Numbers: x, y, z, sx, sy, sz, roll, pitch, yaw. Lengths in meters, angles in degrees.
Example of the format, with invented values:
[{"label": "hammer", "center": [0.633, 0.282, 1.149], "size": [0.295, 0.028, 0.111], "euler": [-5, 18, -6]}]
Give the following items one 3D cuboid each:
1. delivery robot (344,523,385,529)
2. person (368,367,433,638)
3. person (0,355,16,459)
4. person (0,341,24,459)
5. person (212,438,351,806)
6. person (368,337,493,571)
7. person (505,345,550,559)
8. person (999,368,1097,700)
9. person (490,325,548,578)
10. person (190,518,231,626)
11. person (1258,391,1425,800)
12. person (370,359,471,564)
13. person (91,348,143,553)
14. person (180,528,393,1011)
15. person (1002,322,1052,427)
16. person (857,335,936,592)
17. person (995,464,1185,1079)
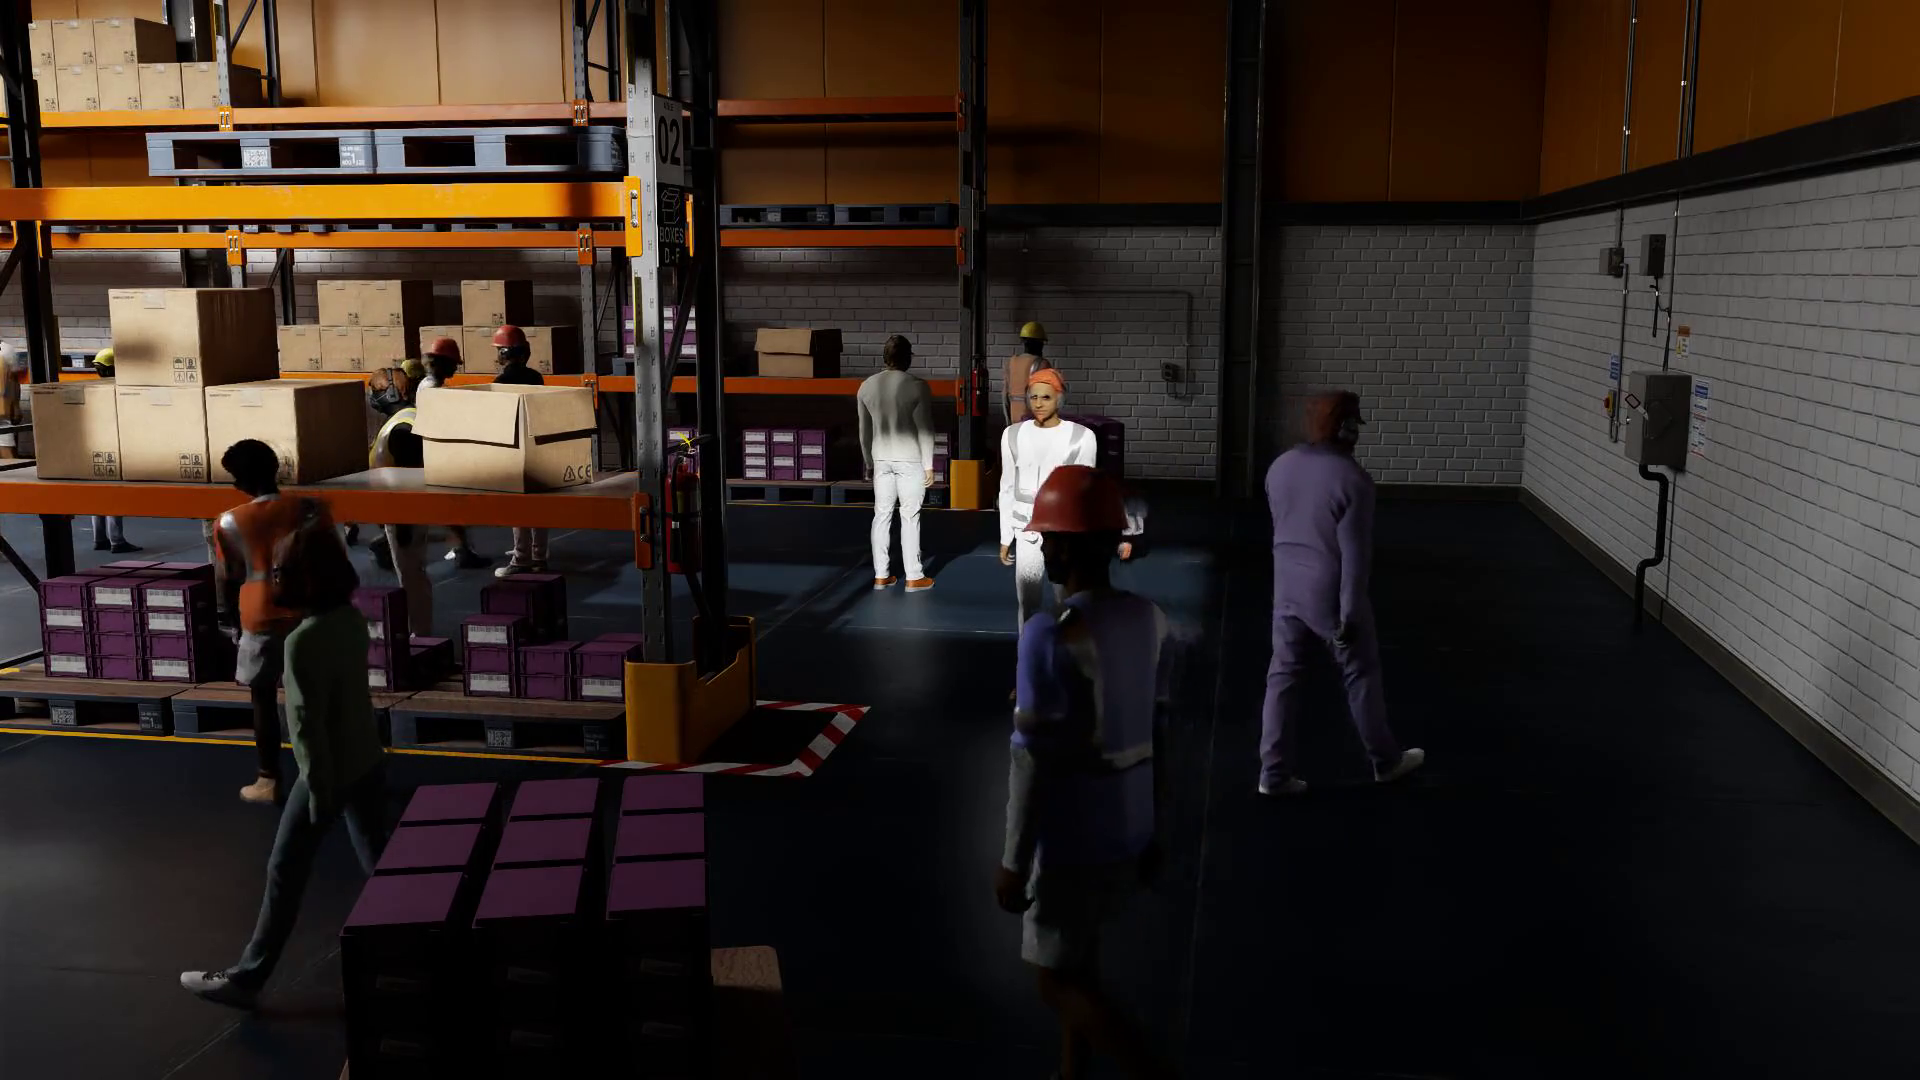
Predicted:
[{"label": "delivery robot", "center": [-5.193, -0.310, 14.911], "size": [0.707, 0.478, 0.477], "euler": [-3, 10, -16]}, {"label": "person", "center": [-3.433, -0.142, 10.216], "size": [0.429, 1.837, 0.629], "euler": [-4, 10, -22]}, {"label": "person", "center": [-10.028, -1.285, 17.137], "size": [0.638, 1.930, 0.557], "euler": [6, 11, 32]}, {"label": "person", "center": [-10.428, -1.486, 17.901], "size": [0.690, 2.000, 0.535], "euler": [-1, 9, -4]}, {"label": "person", "center": [-2.997, 0.372, 7.542], "size": [0.661, 1.670, 0.321], "euler": [-2, 9, -14]}, {"label": "person", "center": [-4.307, -0.684, 13.394], "size": [0.879, 1.895, 0.583], "euler": [-2, 9, -10]}, {"label": "person", "center": [-3.639, -0.748, 13.890], "size": [0.310, 1.858, 0.534], "euler": [-5, 10, -28]}, {"label": "person", "center": [0.487, -0.018, 9.306], "size": [0.576, 1.880, 0.351], "euler": [4, 10, 23]}, {"label": "person", "center": [-3.500, -0.698, 13.153], "size": [0.382, 1.996, 0.608], "euler": [3, 10, 17]}, {"label": "person", "center": [-5.006, -0.334, 11.398], "size": [0.599, 1.830, 0.404], "euler": [-7, 12, -37]}, {"label": "person", "center": [1.748, 0.250, 7.664], "size": [0.907, 1.873, 0.654], "euler": [-7, 12, -37]}, {"label": "person", "center": [-4.458, -0.646, 13.754], "size": [0.497, 1.693, 0.906], "euler": [6, 11, 33]}, {"label": "person", "center": [-7.305, -0.770, 14.350], "size": [0.522, 1.758, 0.350], "euler": [6, 11, 35]}, {"label": "person", "center": [-2.113, 0.756, 5.385], "size": [0.810, 1.592, 0.514], "euler": [1, 9, 6]}, {"label": "person", "center": [0.683, -1.174, 16.329], "size": [0.590, 1.923, 0.383], "euler": [9, 12, 43]}, {"label": "person", "center": [-0.466, -0.574, 12.564], "size": [0.631, 1.940, 0.372], "euler": [4, 10, 25]}, {"label": "person", "center": [0.391, 0.762, 4.360], "size": [0.711, 1.915, 0.557], "euler": [8, 12, 40]}]
